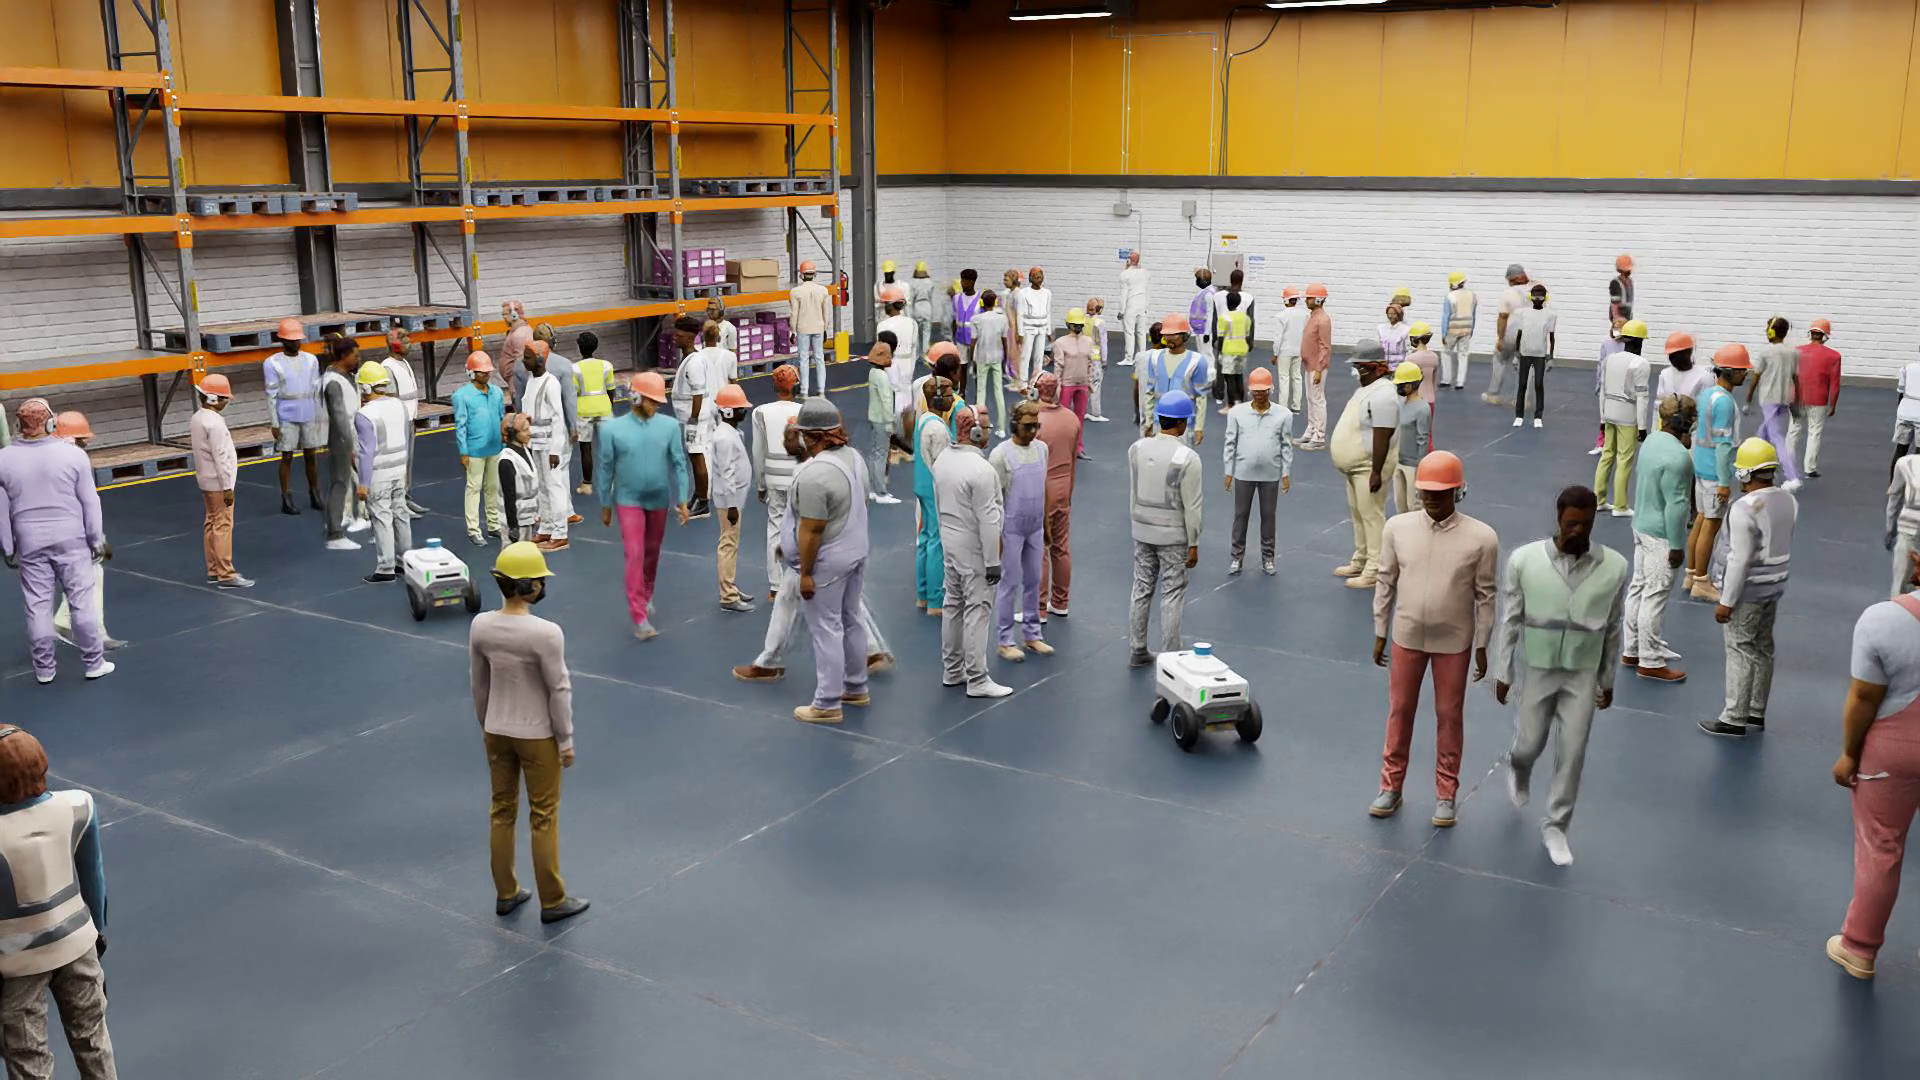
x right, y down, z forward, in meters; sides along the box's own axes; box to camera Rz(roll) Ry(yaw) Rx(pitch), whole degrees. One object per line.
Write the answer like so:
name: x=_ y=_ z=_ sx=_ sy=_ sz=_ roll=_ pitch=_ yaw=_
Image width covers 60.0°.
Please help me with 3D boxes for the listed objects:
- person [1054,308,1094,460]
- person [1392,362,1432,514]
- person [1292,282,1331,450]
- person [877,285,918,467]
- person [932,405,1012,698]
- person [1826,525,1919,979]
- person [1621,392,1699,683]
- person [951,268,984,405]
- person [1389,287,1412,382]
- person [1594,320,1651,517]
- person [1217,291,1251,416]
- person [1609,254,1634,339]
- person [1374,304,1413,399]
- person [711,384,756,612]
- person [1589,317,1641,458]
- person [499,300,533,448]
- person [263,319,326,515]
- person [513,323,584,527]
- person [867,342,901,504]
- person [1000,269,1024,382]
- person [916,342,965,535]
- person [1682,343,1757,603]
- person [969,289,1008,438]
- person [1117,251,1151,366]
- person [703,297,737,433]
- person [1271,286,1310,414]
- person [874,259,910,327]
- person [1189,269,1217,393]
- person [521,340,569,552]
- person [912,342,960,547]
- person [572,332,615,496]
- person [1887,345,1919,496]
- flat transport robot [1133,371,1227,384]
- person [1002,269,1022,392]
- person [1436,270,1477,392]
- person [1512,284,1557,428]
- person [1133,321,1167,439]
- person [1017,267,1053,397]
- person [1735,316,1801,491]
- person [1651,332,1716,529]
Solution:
person: x=1.319 y=-1.776 z=19.112 sx=0.534 sy=1.767 sz=0.313 roll=-8 pitch=15 yaw=-30
person: x=3.819 y=-0.646 z=14.240 sx=0.343 sy=1.755 sz=0.531 roll=-3 pitch=13 yaw=-14
person: x=4.242 y=-2.080 z=19.924 sx=0.378 sy=1.996 sz=0.611 roll=0 pitch=13 yaw=-2
person: x=-0.745 y=-1.854 z=18.843 sx=0.378 sy=2.044 sz=0.607 roll=10 pitch=16 yaw=37
person: x=0.088 y=0.071 z=10.794 sx=0.407 sy=1.908 sz=0.641 roll=-8 pitch=15 yaw=-30
person: x=4.047 y=0.867 z=7.045 sx=0.672 sy=2.000 sz=0.536 roll=2 pitch=13 yaw=8
person: x=4.699 y=-0.027 z=11.148 sx=0.379 sy=1.940 sz=0.629 roll=1 pitch=13 yaw=4
person: x=0.140 y=-2.770 z=22.992 sx=0.608 sy=1.962 sz=0.374 roll=7 pitch=15 yaw=28
person: x=5.976 y=-2.604 z=22.814 sx=0.411 sy=1.713 sz=0.537 roll=3 pitch=13 yaw=14
person: x=6.491 y=-1.188 z=16.247 sx=0.397 sy=1.917 sz=0.586 roll=-5 pitch=14 yaw=-21
person: x=3.709 y=-2.523 z=22.546 sx=0.541 sy=1.671 sz=0.399 roll=-7 pitch=15 yaw=-29
person: x=10.211 y=-3.396 z=25.654 sx=0.745 sy=1.999 sz=0.354 roll=-12 pitch=18 yaw=-43
person: x=5.476 y=-2.174 z=21.112 sx=0.513 sy=1.642 sz=0.313 roll=9 pitch=16 yaw=35
person: x=-1.749 y=-0.329 z=12.860 sx=0.327 sy=1.753 sz=0.562 roll=-1 pitch=13 yaw=-6
person: x=7.663 y=-1.779 z=19.415 sx=0.285 sy=1.634 sz=0.499 roll=-11 pitch=17 yaw=-39
person: x=-4.939 y=-1.730 z=18.610 sx=0.408 sy=1.907 sz=0.638 roll=-2 pitch=13 yaw=-9
person: x=-6.494 y=-1.204 z=16.293 sx=0.546 sy=1.927 sz=0.411 roll=-12 pitch=18 yaw=-43
person: x=-3.888 y=-1.083 z=15.726 sx=0.627 sy=1.940 sz=0.373 roll=4 pitch=13 yaw=15
person: x=-0.787 y=-1.187 z=16.847 sx=0.285 sy=1.633 sz=0.500 roll=-4 pitch=14 yaw=-17
person: x=0.857 y=-3.356 z=26.004 sx=0.339 sy=1.746 sz=0.562 roll=9 pitch=16 yaw=34
person: x=-0.149 y=-0.629 z=13.635 sx=0.387 sy=1.992 sz=0.626 roll=-6 pitch=14 yaw=-24
person: x=5.988 y=-0.534 z=13.116 sx=0.373 sy=2.042 sz=0.614 roll=3 pitch=13 yaw=12
person: x=0.355 y=-2.191 z=20.718 sx=0.516 sy=1.860 sz=0.316 roll=-3 pitch=13 yaw=-12
person: x=2.888 y=-3.880 z=27.929 sx=0.643 sy=1.910 sz=0.400 roll=-9 pitch=16 yaw=-35
person: x=-2.868 y=-1.961 z=19.739 sx=0.508 sy=1.846 sz=0.345 roll=8 pitch=15 yaw=30
person: x=4.457 y=-2.561 z=22.541 sx=0.560 sy=1.752 sz=0.324 roll=-7 pitch=15 yaw=-29
person: x=-1.051 y=-3.461 z=26.135 sx=0.587 sy=1.904 sz=0.819 roll=2 pitch=13 yaw=8
person: x=3.622 y=-3.101 z=24.709 sx=0.430 sy=1.838 sz=0.624 roll=0 pitch=13 yaw=-2
person: x=-3.697 y=-0.834 z=14.772 sx=0.360 sy=1.883 sz=0.574 roll=-9 pitch=16 yaw=-33
person: x=-0.193 y=-0.834 z=14.814 sx=0.534 sy=1.863 sz=0.311 roll=-10 pitch=16 yaw=-36
person: x=-3.814 y=-1.304 z=17.212 sx=0.531 sy=1.698 sz=0.320 roll=-9 pitch=16 yaw=-35
person: x=9.772 y=-1.235 z=16.943 sx=0.319 sy=1.688 sz=0.538 roll=-6 pitch=14 yaw=-23
flat transport robot: x=3.427 y=-2.552 z=25.752 sx=0.652 sy=0.197 sz=1.431 roll=-11 pitch=17 yaw=-40
person: x=0.817 y=-3.117 z=24.801 sx=0.366 sy=1.829 sz=0.519 roll=-2 pitch=13 yaw=-7
person: x=7.427 y=-3.119 z=24.852 sx=0.684 sy=1.802 sz=0.527 roll=-4 pitch=14 yaw=-17
person: x=7.427 y=-2.380 z=21.539 sx=0.503 sy=1.862 sz=0.327 roll=7 pitch=15 yaw=26
person: x=1.955 y=-1.259 z=16.681 sx=0.521 sy=1.857 sz=0.341 roll=13 pitch=18 yaw=44
person: x=1.090 y=-3.038 z=24.329 sx=0.572 sy=1.883 sz=0.353 roll=-8 pitch=15 yaw=-30
person: x=8.615 y=-1.443 z=17.578 sx=0.482 sy=1.819 sz=1.015 roll=-5 pitch=14 yaw=-20
person: x=6.704 y=-0.989 z=15.453 sx=0.981 sy=1.881 sz=0.563 roll=-8 pitch=15 yaw=-30
